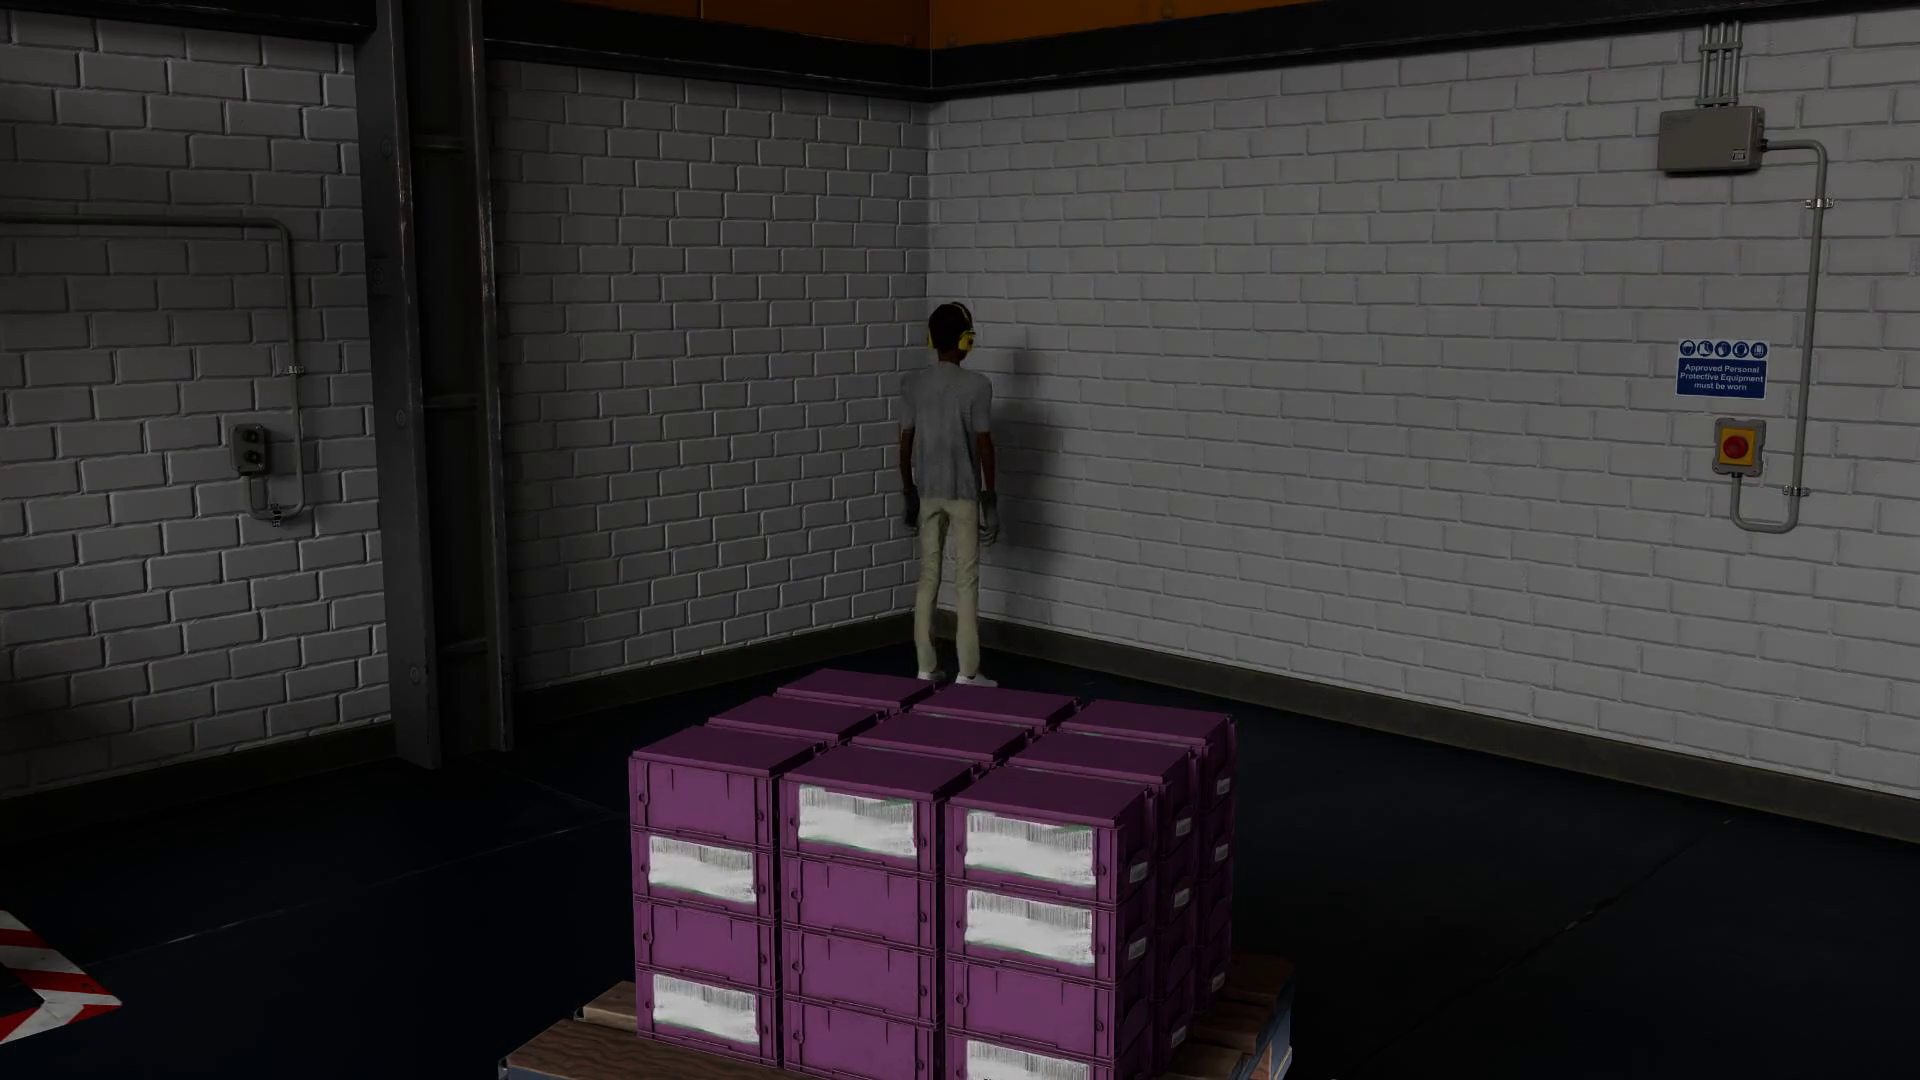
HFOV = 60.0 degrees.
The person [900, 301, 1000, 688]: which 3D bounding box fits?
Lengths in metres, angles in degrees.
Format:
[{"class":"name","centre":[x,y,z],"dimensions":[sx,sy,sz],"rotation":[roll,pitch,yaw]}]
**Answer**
[{"class":"person","centre":[-0.046,-0.193,7.930],"dimensions":[0.526,1.869,0.313],"rotation":[5,10,26]}]
